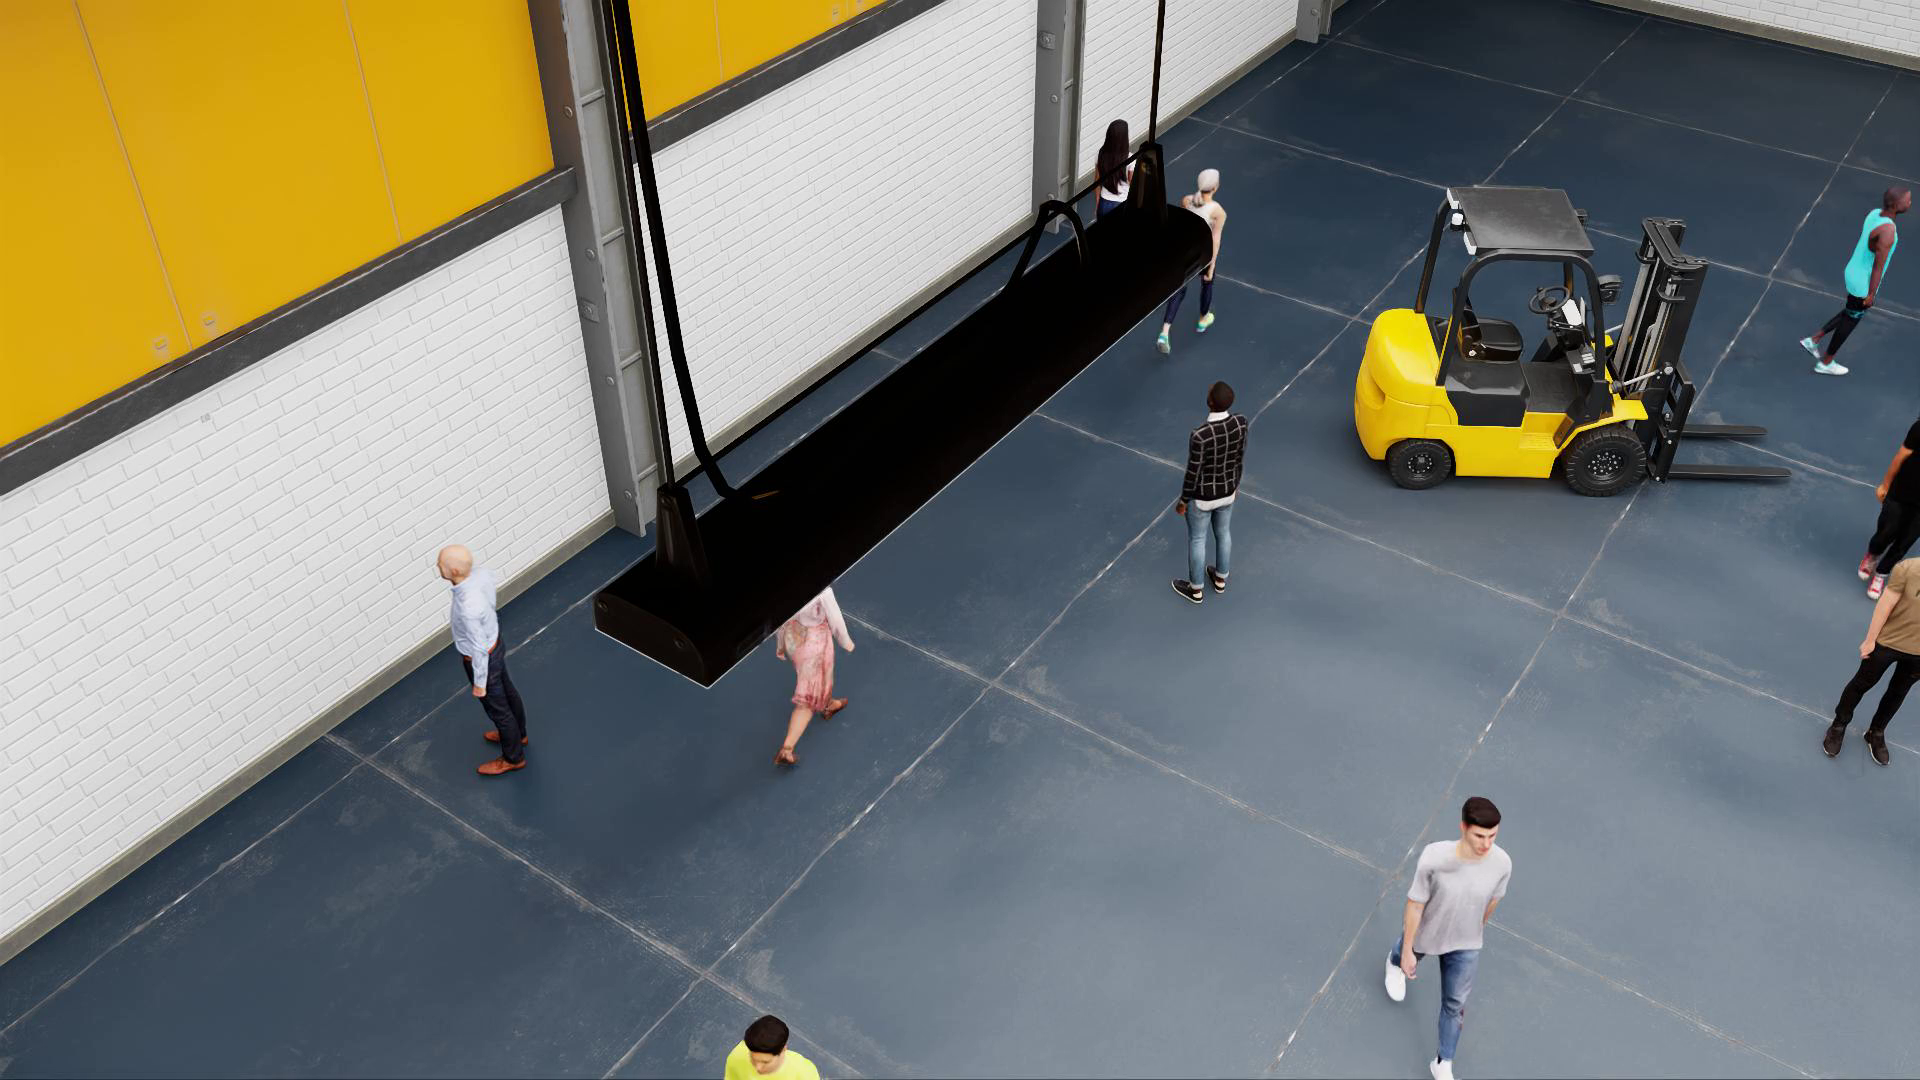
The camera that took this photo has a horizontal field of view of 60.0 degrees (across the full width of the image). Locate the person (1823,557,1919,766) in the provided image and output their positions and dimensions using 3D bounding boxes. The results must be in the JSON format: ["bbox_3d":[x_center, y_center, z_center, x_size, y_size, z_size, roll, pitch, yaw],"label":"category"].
[{"bbox_3d":[6.027,0.645,10.600,0.728,1.852,0.687,10,40,12],"label":"person"}]

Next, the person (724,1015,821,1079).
[{"bbox_3d":[-0.870,2.778,8.079,0.776,1.665,1.146,15,41,18],"label":"person"}]

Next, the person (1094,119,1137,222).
[{"bbox_3d":[1.420,-3.013,15.243,0.596,1.774,0.521,21,43,24],"label":"person"}]

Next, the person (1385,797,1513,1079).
[{"bbox_3d":[2.553,2.012,8.894,1.097,1.844,1.308,2,39,2],"label":"person"}]

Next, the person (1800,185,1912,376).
[{"bbox_3d":[7.607,-2.215,14.226,0.848,1.796,0.785,5,39,6],"label":"person"}]

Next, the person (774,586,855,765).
[{"bbox_3d":[-1.005,0.734,10.644,0.597,1.658,1.034,25,45,28],"label":"person"}]

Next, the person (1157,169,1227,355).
[{"bbox_3d":[2.019,-2.420,14.589,0.645,1.664,1.172,21,43,24],"label":"person"}]

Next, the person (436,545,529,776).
[{"bbox_3d":[-3.011,0.749,10.520,0.785,1.789,0.705,-3,39,-4],"label":"person"}]

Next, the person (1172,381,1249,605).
[{"bbox_3d":[1.801,-0.338,11.857,0.676,1.820,0.808,-17,42,-20],"label":"person"}]

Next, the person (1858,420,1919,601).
[{"bbox_3d":[6.890,-0.354,11.948,0.694,1.731,0.707,20,43,23],"label":"person"}]
